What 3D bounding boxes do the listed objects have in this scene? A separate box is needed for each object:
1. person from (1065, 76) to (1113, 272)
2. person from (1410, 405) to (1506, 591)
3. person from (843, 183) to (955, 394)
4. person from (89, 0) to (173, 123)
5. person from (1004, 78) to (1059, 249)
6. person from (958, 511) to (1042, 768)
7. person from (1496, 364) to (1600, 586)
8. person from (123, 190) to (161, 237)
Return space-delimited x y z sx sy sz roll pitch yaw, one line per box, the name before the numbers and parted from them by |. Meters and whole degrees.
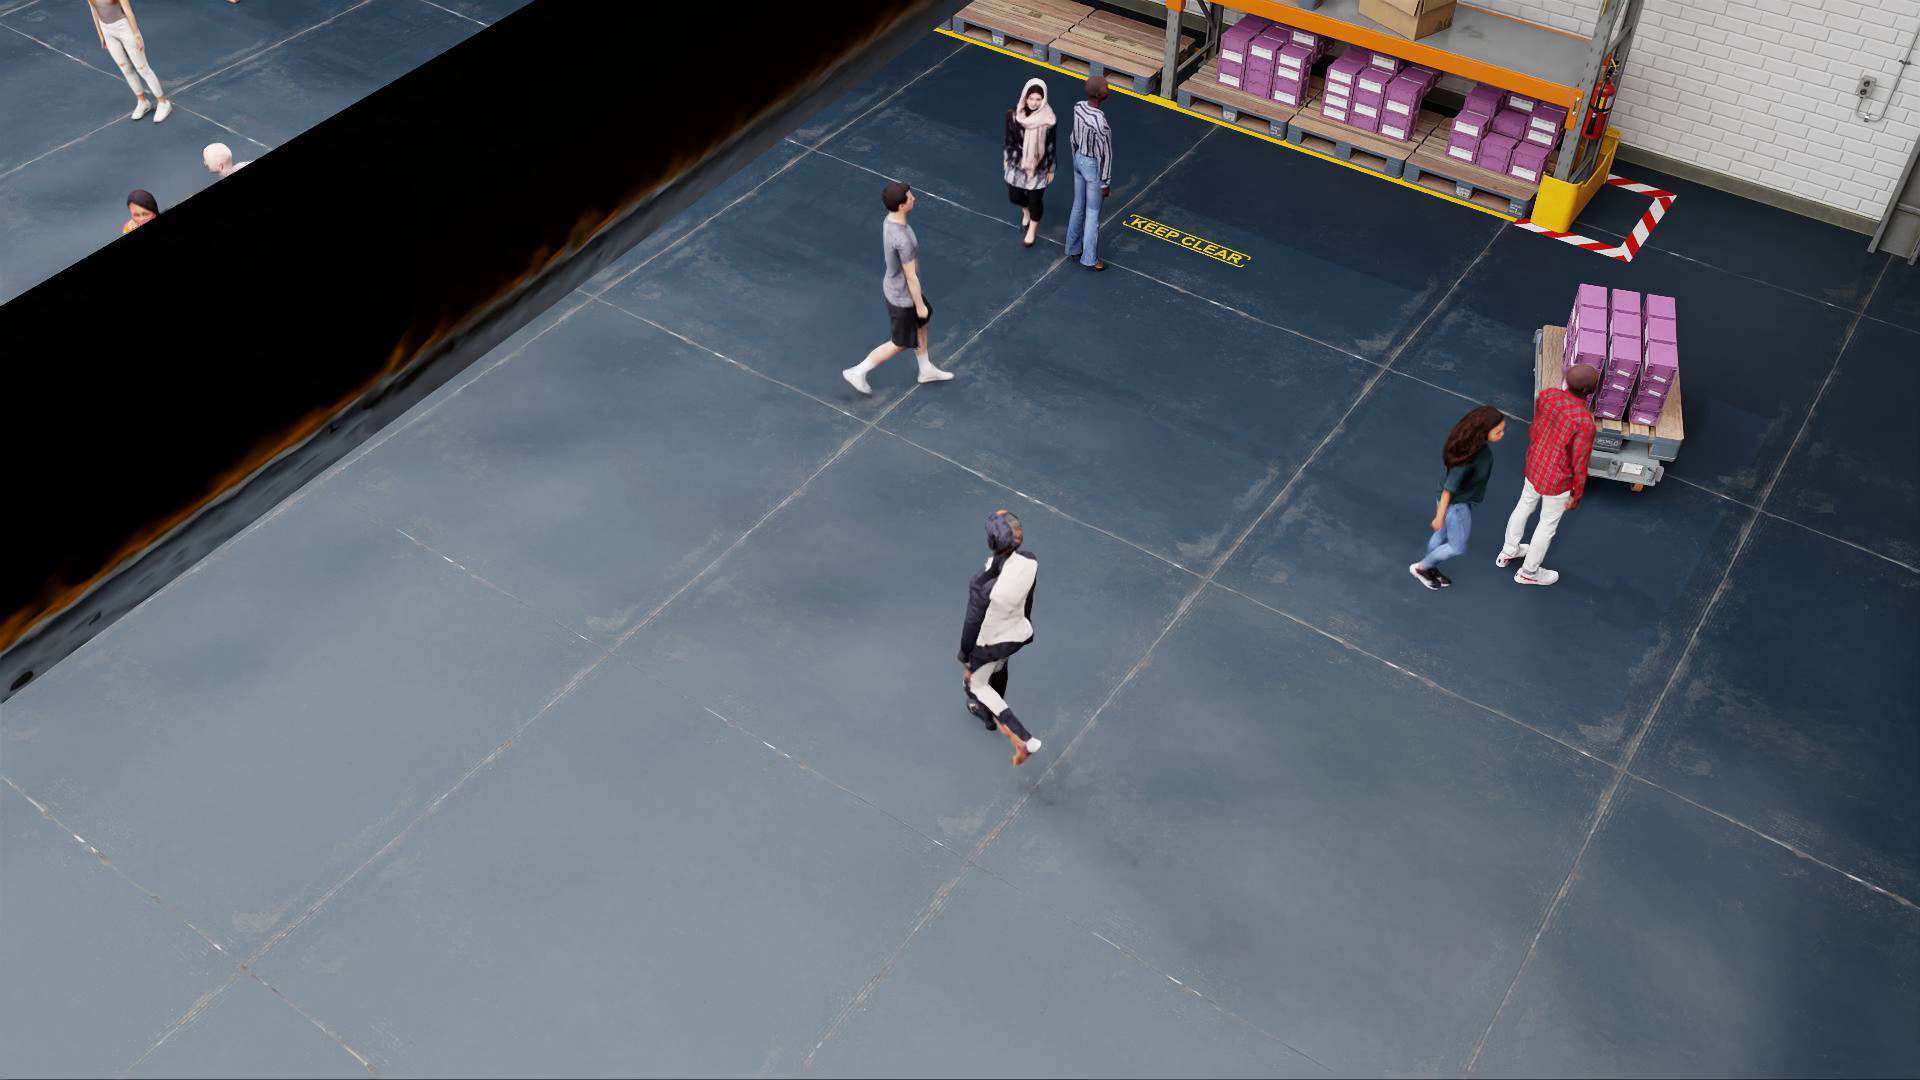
person | 1.101 -3.102 14.079 0.753 1.796 0.613 -22 48 -21
person | 3.289 -0.303 11.281 0.621 1.603 0.640 17 46 17
person | -0.521 -1.880 12.761 1.204 1.844 1.124 -6 44 -6
person | -8.055 -4.869 15.990 0.585 1.717 0.721 7 44 7
person | 0.638 -3.307 14.427 0.733 1.611 0.808 14 45 14
person | 0.266 0.629 10.103 0.799 1.877 1.038 -34 53 -30
person | 4.017 -0.465 11.294 0.813 1.819 0.696 -17 46 -17
person | -6.182 -2.078 13.093 1.175 1.672 1.223 -6 44 -7
